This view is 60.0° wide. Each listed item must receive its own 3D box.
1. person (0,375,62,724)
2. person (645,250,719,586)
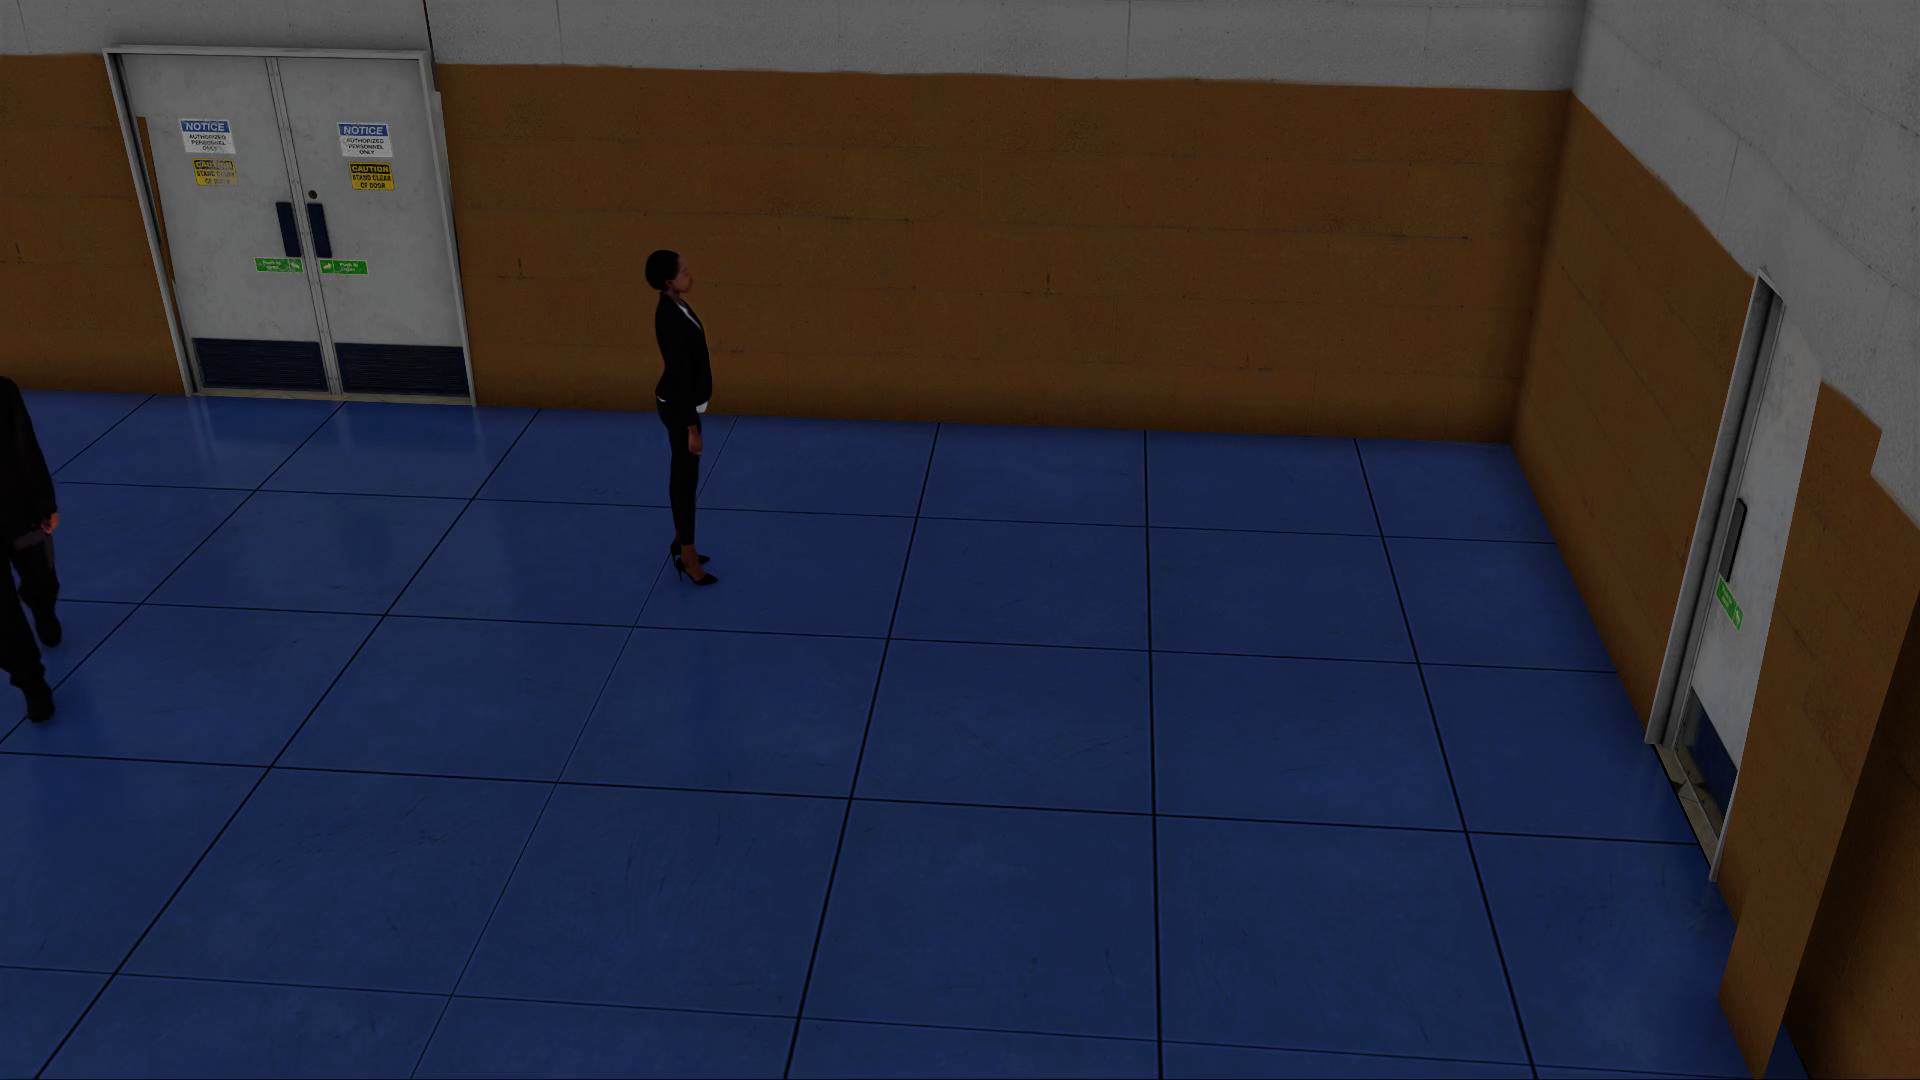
[{"bbox_3d":[-4.507,-0.176,7.758,1.179,1.913,1.283,-19,34,-31],"label":"person"},{"bbox_3d":[-1.448,-0.634,8.679,0.717,1.834,0.555,-6,29,-10],"label":"person"}]
